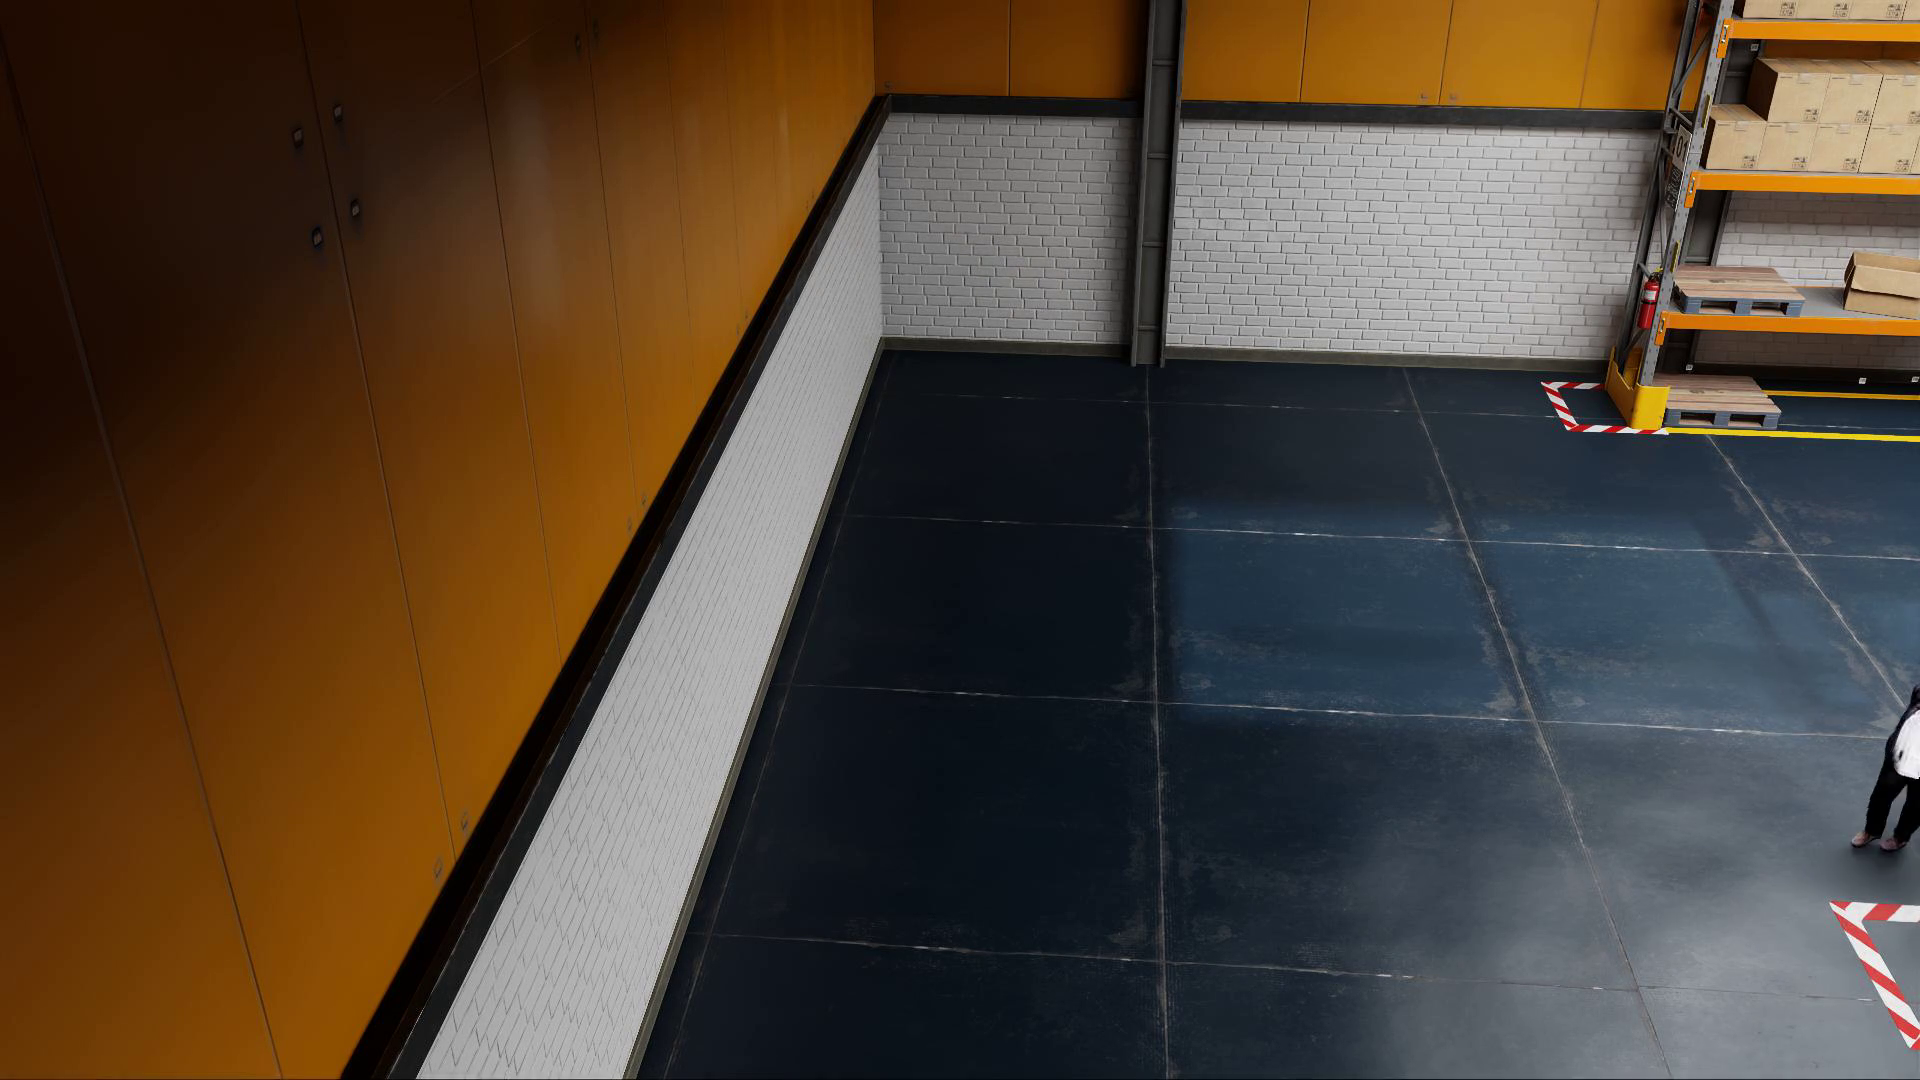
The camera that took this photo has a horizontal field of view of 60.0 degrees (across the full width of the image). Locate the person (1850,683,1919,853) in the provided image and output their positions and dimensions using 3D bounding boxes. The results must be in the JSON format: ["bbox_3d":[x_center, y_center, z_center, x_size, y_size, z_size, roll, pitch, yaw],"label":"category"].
[{"bbox_3d":[6.667,1.496,11.445,0.874,1.583,0.838,-13,31,-22],"label":"person"}]
